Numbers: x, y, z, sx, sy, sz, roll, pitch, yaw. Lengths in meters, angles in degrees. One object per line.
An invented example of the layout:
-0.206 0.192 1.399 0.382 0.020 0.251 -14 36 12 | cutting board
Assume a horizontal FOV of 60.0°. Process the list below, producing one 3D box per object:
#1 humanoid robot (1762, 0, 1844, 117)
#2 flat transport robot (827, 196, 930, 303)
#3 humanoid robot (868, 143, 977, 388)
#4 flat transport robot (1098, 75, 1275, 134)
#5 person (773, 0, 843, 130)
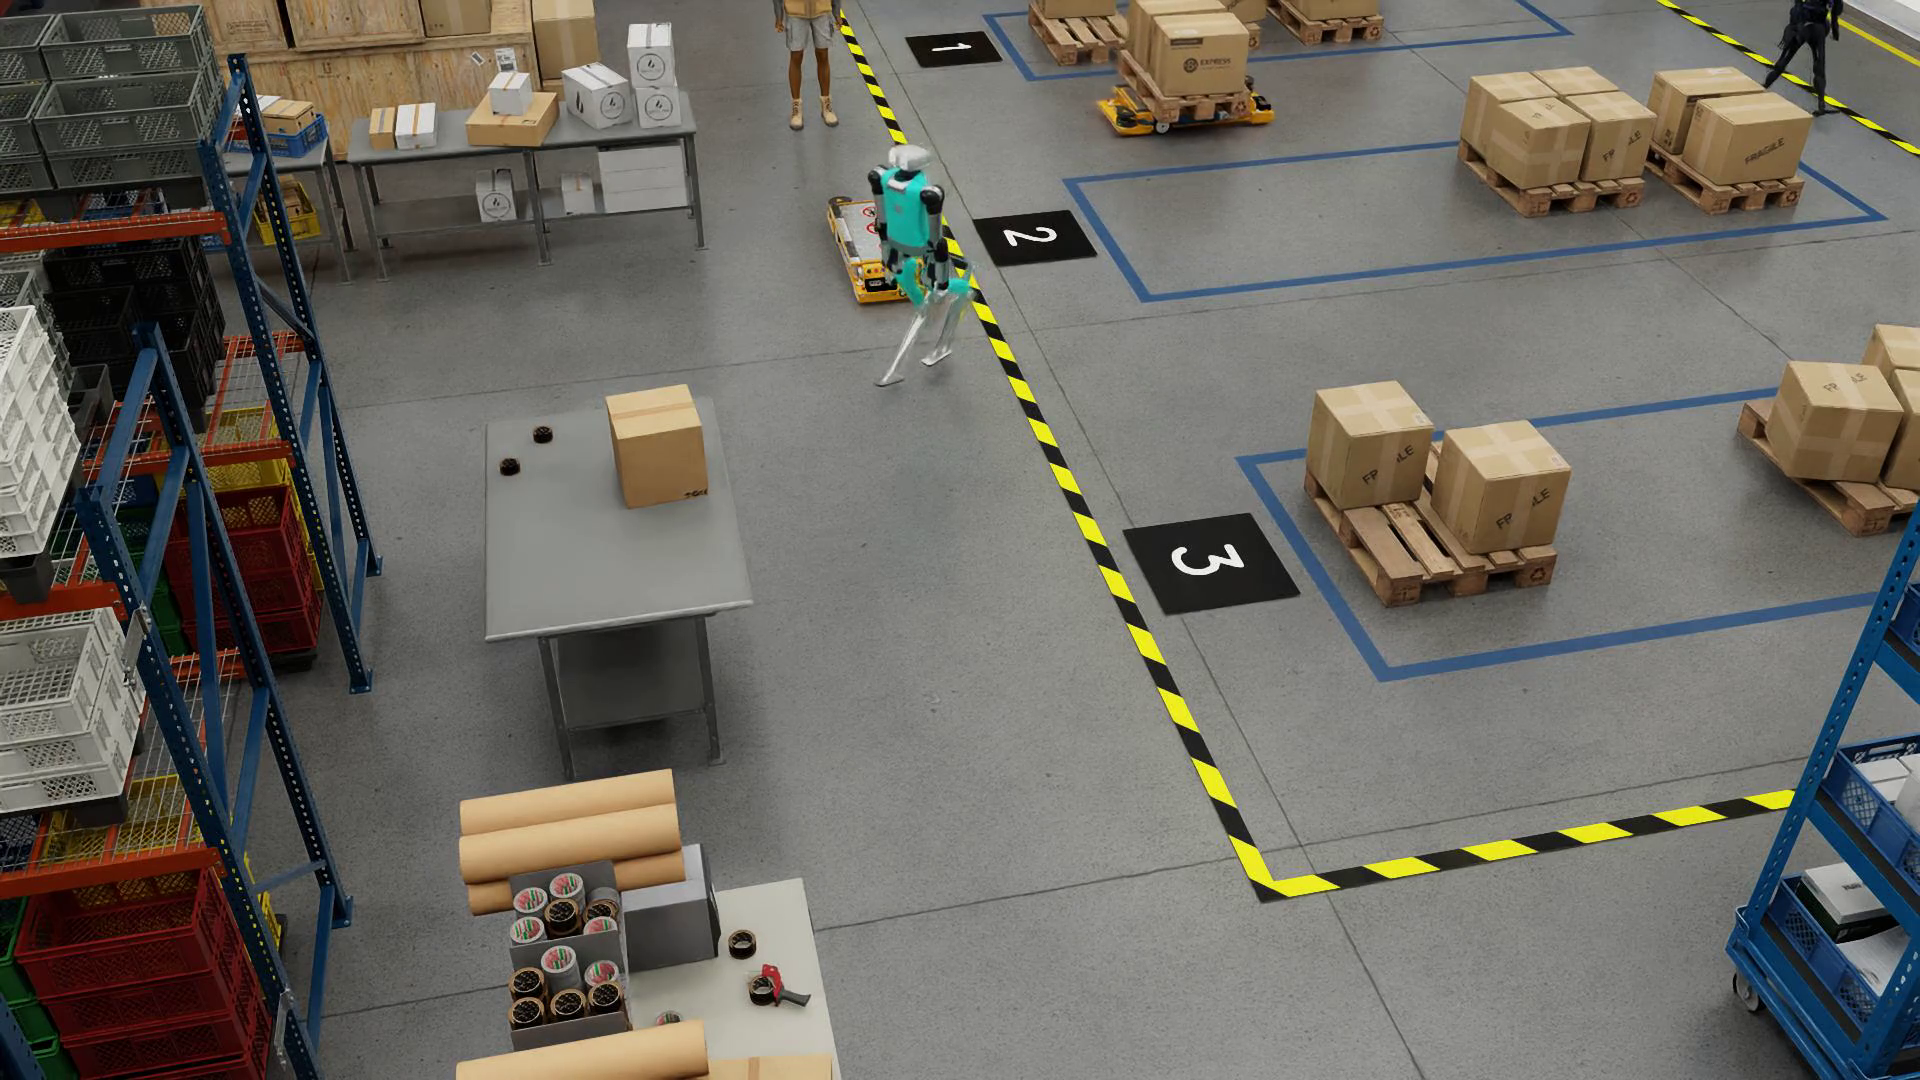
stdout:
7.442 -4.491 14.441 0.616 1.620 0.789 -15 39 -19 | humanoid robot
-0.570 -2.220 12.538 0.659 0.231 1.431 -8 37 -10 | flat transport robot
-0.194 -1.790 10.721 0.539 1.753 0.898 23 43 28 | humanoid robot
2.003 -3.861 14.720 1.431 0.197 0.652 -8 37 -10 | flat transport robot
-1.287 -4.516 14.135 0.606 2.048 0.365 -8 37 -11 | person
